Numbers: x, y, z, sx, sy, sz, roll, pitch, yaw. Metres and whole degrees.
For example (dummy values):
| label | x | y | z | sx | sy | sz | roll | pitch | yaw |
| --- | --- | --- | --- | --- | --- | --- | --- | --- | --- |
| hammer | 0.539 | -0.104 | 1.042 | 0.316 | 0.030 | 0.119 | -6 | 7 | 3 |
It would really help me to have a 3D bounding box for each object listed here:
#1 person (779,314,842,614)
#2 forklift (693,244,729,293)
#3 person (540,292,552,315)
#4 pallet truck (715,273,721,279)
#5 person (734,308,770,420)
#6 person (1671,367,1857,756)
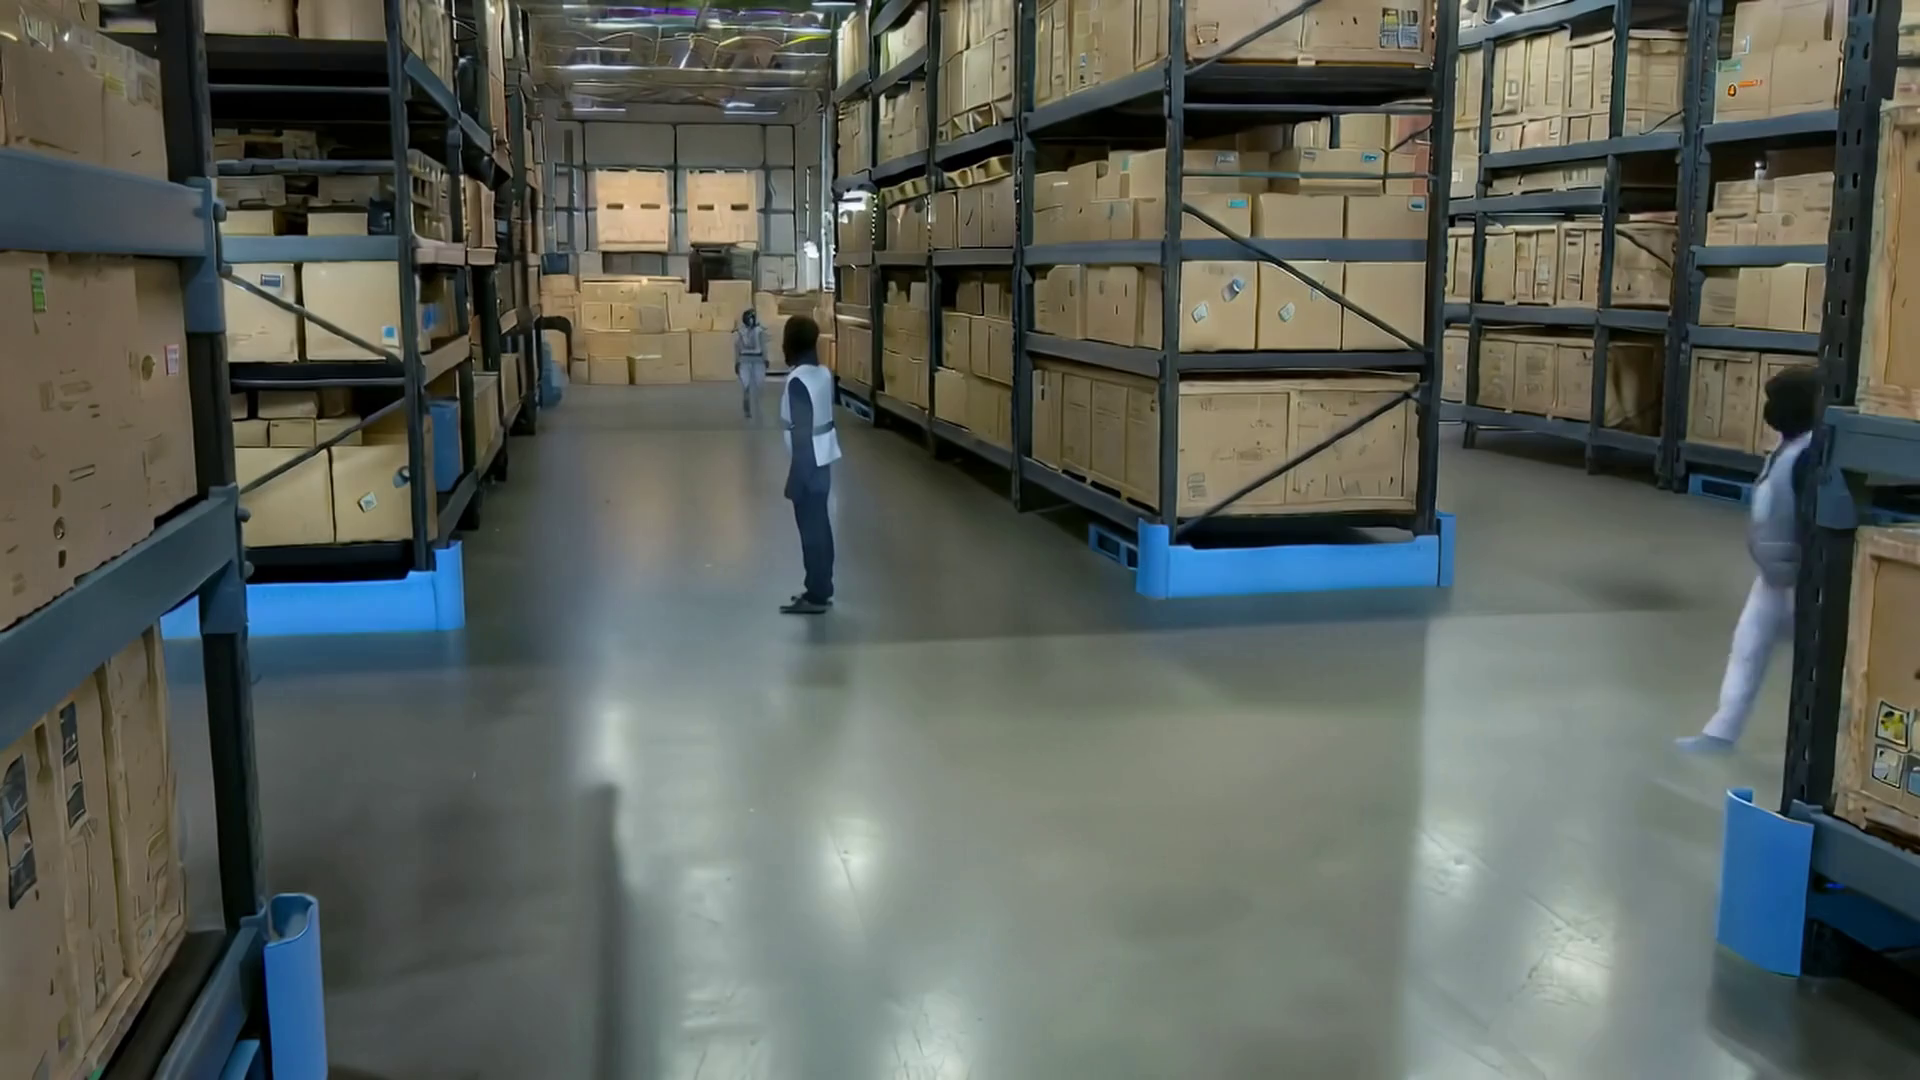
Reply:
| label | x | y | z | sx | sy | sz | roll | pitch | yaw |
| --- | --- | --- | --- | --- | --- | --- | --- | --- | --- |
| person | -0.968 | -0.478 | 10.662 | 0.390 | 1.920 | 0.587 | 1 | 9 | 8 |
| forklift | -6.612 | -6.479 | 44.317 | 1.129 | 2.768 | 1.873 | -2 | 10 | -12 |
| person | -14.166 | -7.896 | 56.809 | 0.529 | 1.605 | 0.736 | -2 | 9 | -9 |
| pallet truck | -8.580 | -8.986 | 62.280 | 1.885 | 1.965 | 0.823 | 1 | 9 | 5 |
| person | -3.047 | -2.576 | 24.330 | 0.532 | 1.624 | 0.456 | -1 | 9 | -5 |
| person | 3.780 | 0.137 | 7.328 | 0.986 | 1.797 | 0.634 | 2 | 10 | 14 |
